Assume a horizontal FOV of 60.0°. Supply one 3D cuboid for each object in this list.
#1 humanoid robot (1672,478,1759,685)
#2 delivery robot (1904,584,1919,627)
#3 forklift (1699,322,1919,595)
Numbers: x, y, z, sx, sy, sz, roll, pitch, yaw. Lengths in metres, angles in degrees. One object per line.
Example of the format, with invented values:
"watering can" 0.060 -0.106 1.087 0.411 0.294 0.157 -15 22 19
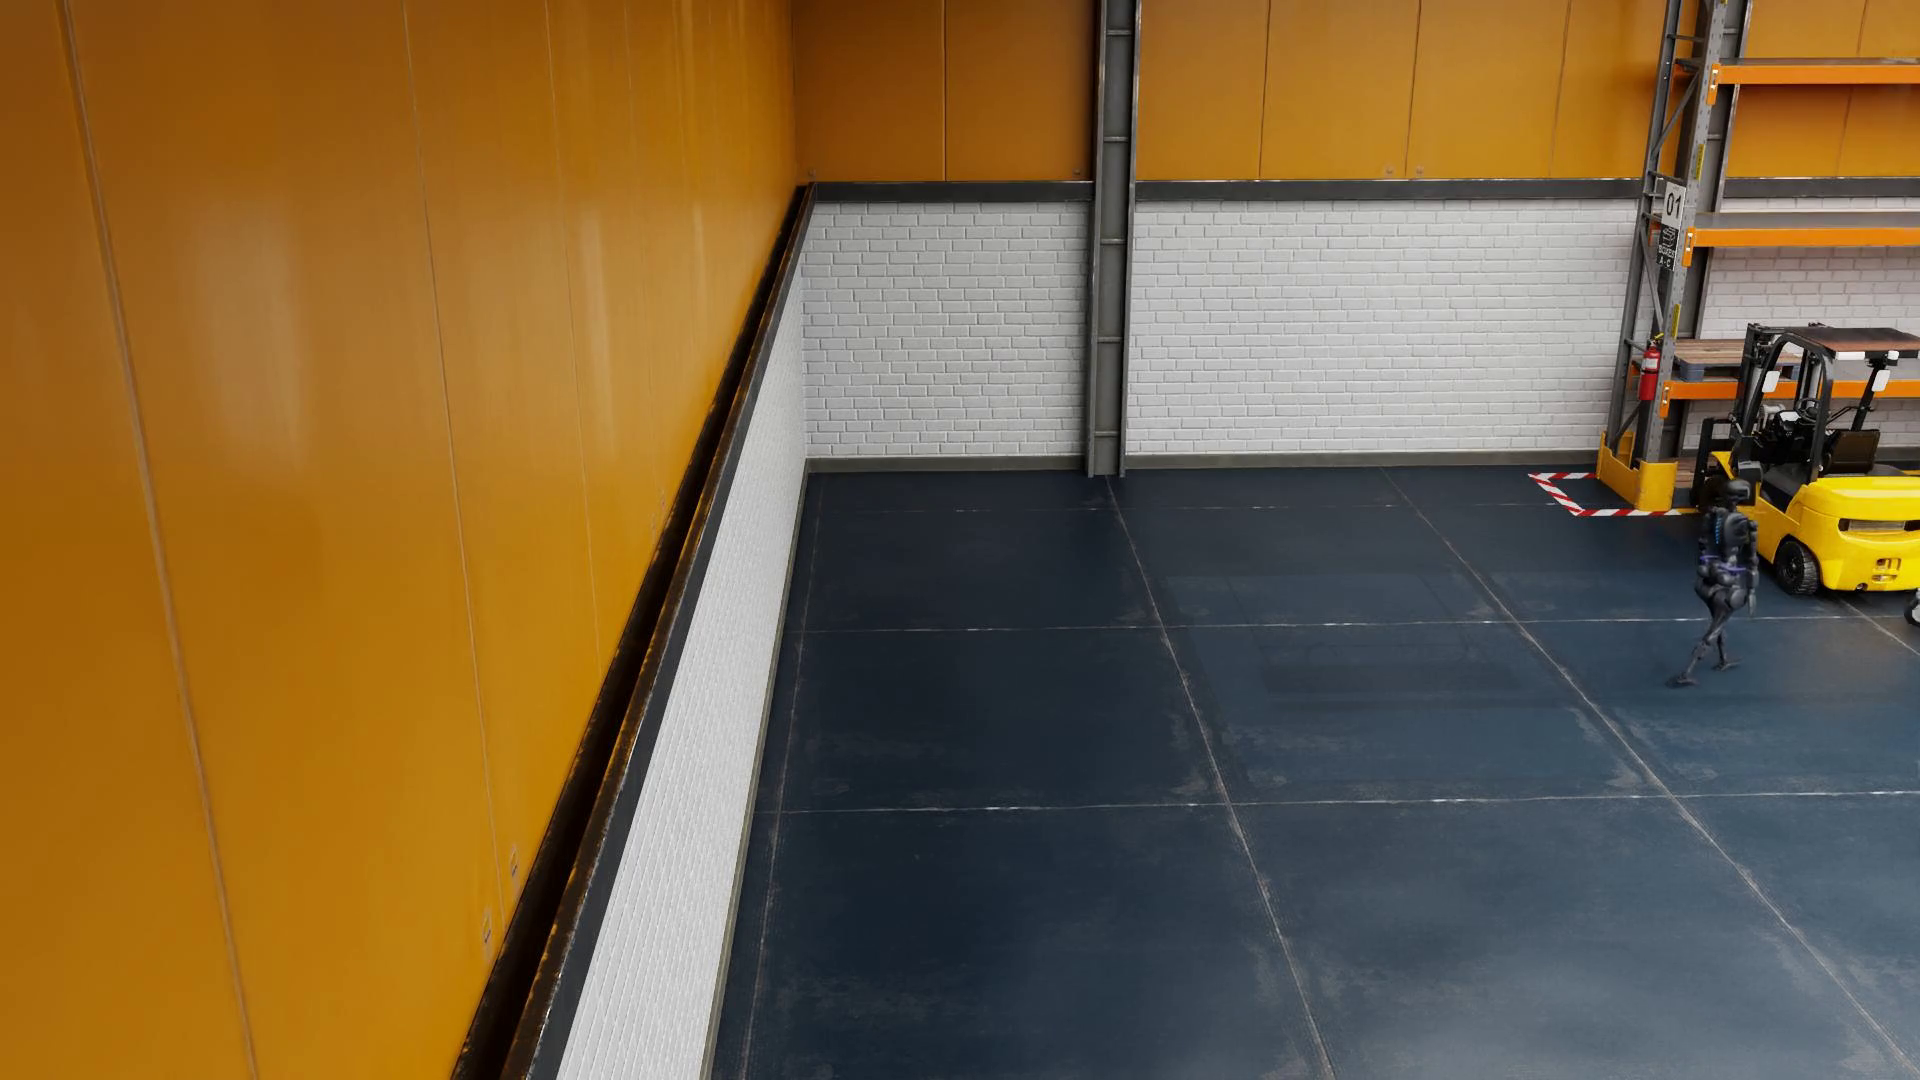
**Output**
"humanoid robot" 5.835 0.315 12.739 0.788 1.634 0.599 -8 22 -20
"delivery robot" 8.226 0.563 13.628 0.809 0.606 0.499 2 20 5
"forklift" 7.809 -0.792 14.926 1.214 2.155 2.313 -1 20 -2
